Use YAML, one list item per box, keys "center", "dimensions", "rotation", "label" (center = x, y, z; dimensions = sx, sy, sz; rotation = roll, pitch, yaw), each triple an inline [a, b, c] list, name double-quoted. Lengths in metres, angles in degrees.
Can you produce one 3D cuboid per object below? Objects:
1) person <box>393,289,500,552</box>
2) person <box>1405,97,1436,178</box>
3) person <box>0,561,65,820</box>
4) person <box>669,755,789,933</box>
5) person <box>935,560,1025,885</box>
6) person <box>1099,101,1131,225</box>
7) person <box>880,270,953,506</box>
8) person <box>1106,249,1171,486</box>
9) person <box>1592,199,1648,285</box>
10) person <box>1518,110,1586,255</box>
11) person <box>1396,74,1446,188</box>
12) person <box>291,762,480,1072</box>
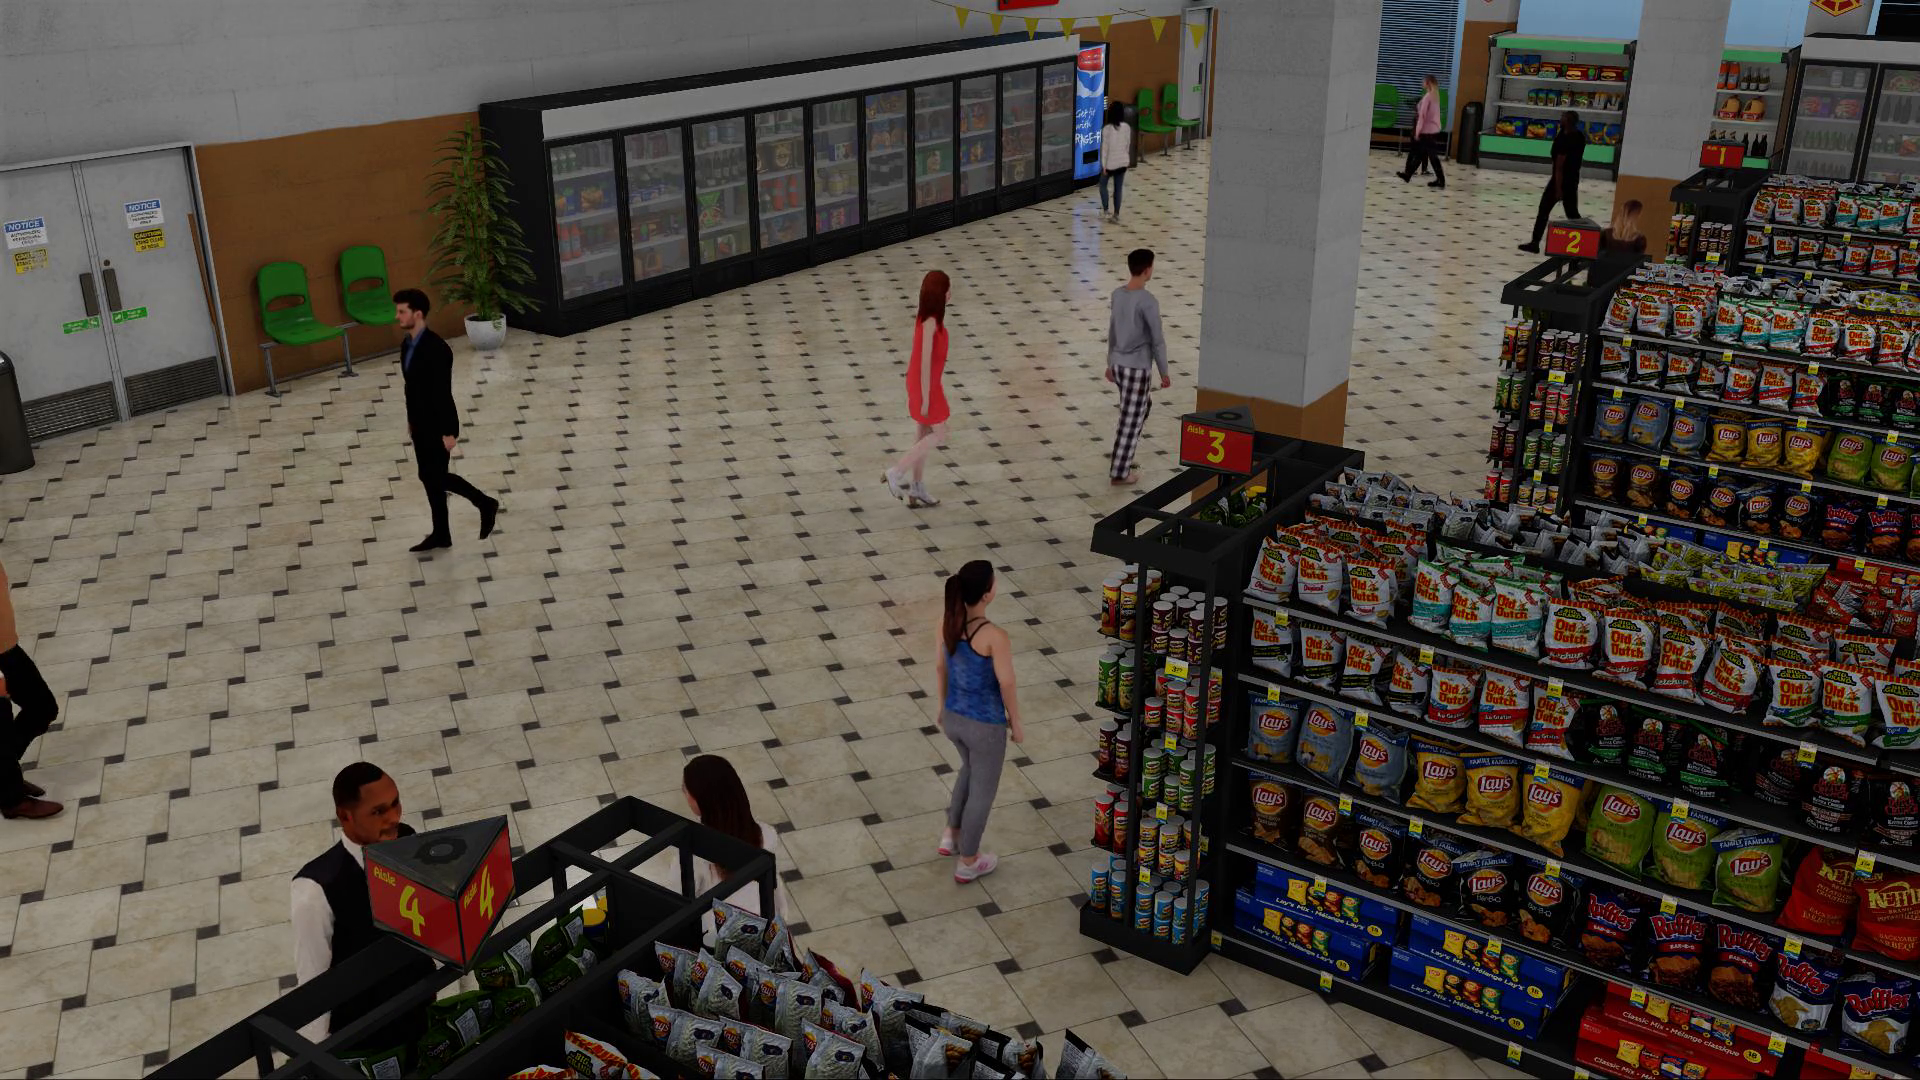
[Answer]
- center: [-3.593, -0.832, 11.572]
  dimensions: [0.885, 1.876, 0.909]
  rotation: [-18, 28, -38]
  label: "person"
- center: [7.117, -6.308, 26.057]
  dimensions: [0.684, 1.236, 0.522]
  rotation: [14, 26, 32]
  label: "person"
- center: [-4.856, 0.600, 8.189]
  dimensions: [0.855, 1.741, 0.804]
  rotation: [-2, 22, -5]
  label: "person"
- center: [-0.772, 1.559, 5.900]
  dimensions: [0.687, 1.668, 1.001]
  rotation: [-20, 30, -41]
  label: "person"
- center: [0.018, 0.873, 7.701]
  dimensions: [0.673, 1.597, 0.564]
  rotation: [-20, 29, -40]
  label: "person"
- center: [2.124, -5.087, 22.499]
  dimensions: [0.731, 1.625, 0.772]
  rotation: [-7, 23, -17]
  label: "person"
- center: [-0.344, -1.092, 12.309]
  dimensions: [0.906, 1.809, 0.836]
  rotation: [-2, 22, -5]
  label: "person"
- center: [1.265, -1.298, 12.786]
  dimensions: [0.834, 1.836, 0.773]
  rotation: [-13, 25, -30]
  label: "person"
- center: [6.074, -2.306, 15.511]
  dimensions: [1.005, 1.674, 0.766]
  rotation: [18, 28, 38]
  label: "person"
- center: [7.478, -4.301, 20.341]
  dimensions: [0.930, 1.774, 1.300]
  rotation: [-16, 27, -34]
  label: "person"
- center: [7.165, -6.131, 25.081]
  dimensions: [1.046, 1.636, 0.618]
  rotation: [17, 27, 35]
  label: "person"
- center: [-1.995, 1.573, 5.590]
  dimensions: [1.222, 1.873, 0.842]
  rotation: [10, 24, 23]
  label: "person"
